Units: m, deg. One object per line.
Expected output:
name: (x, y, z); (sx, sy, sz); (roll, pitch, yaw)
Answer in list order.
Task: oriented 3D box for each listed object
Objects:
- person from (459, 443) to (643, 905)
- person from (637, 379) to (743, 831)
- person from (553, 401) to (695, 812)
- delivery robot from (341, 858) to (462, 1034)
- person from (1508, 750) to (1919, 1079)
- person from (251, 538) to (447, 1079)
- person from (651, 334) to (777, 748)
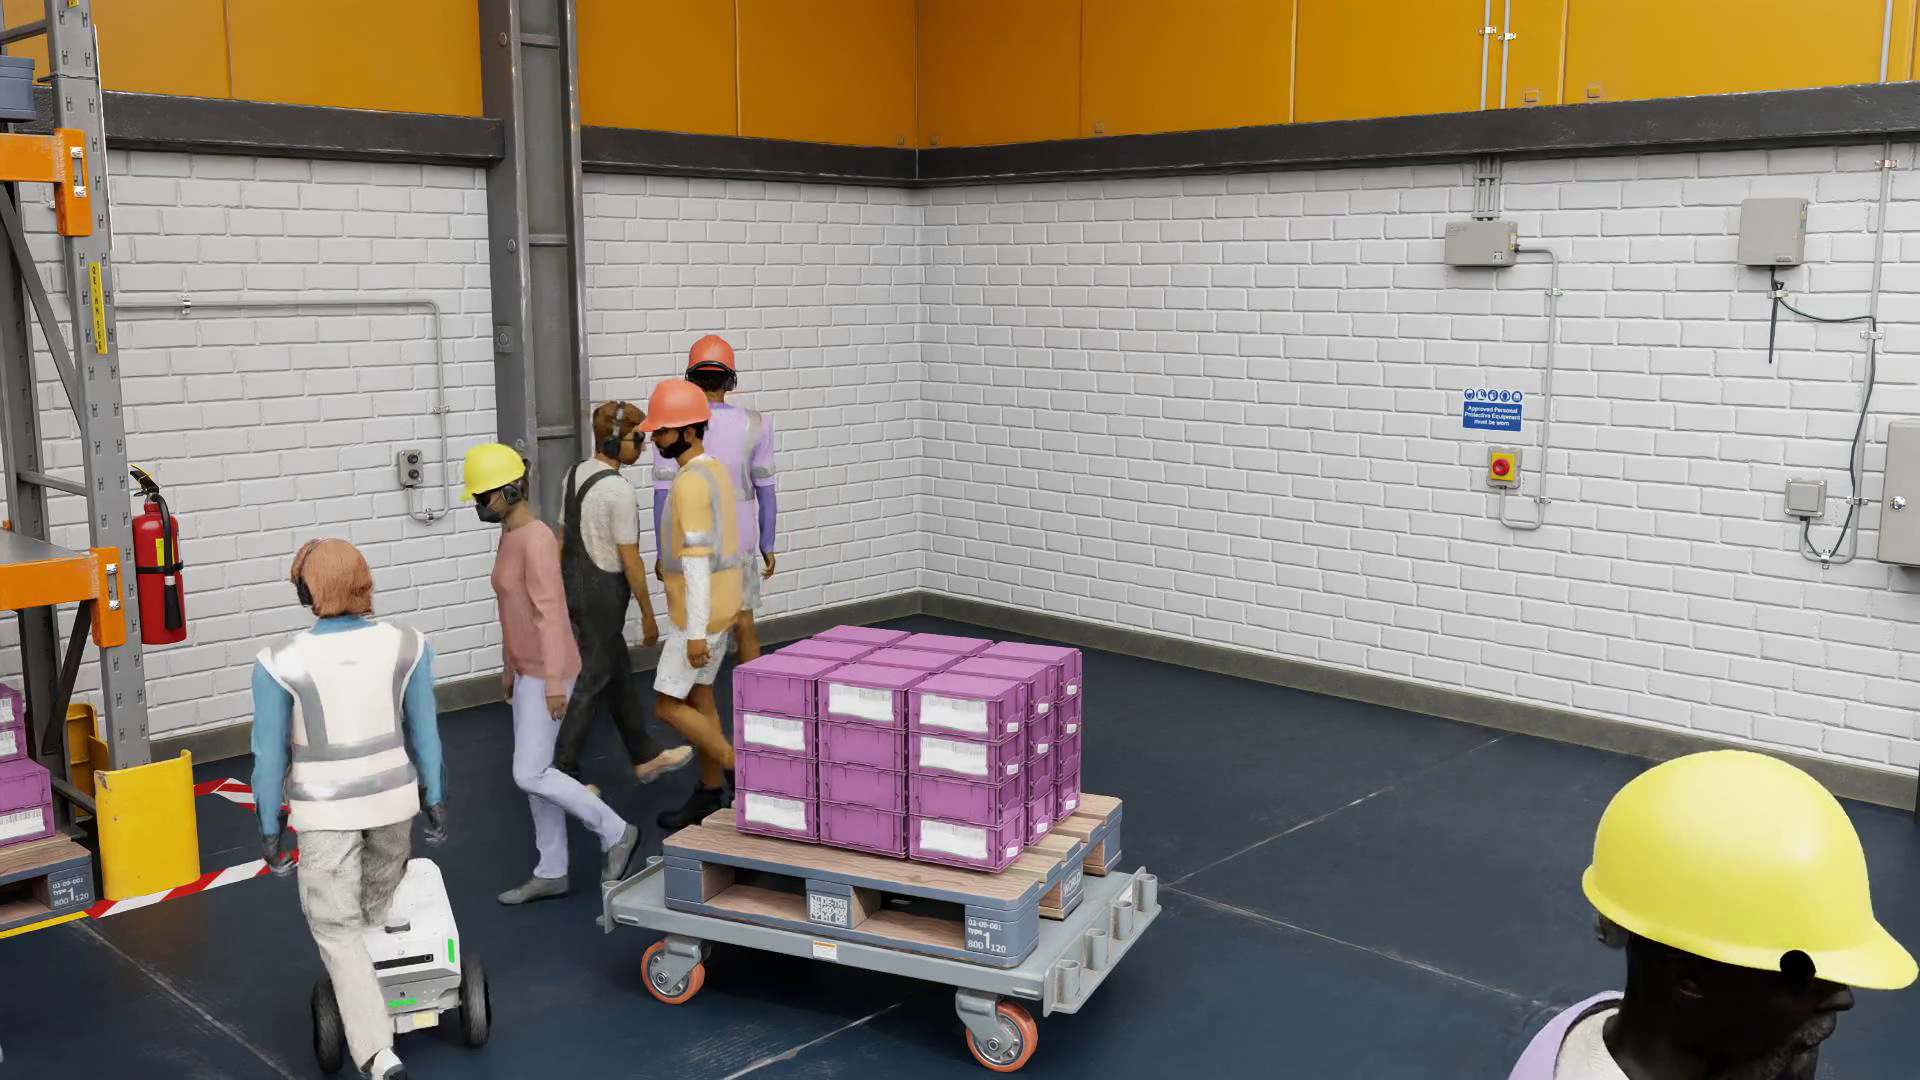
person: (-1.551, 0.500, 6.164); (0.525, 1.728, 0.570); (-4, 10, -26)
person: (-1.060, 0.294, 6.852); (0.461, 1.922, 0.555); (1, 9, 5)
person: (-1.472, 0.287, 7.309); (0.876, 1.796, 0.562); (-7, 12, -39)
delivery robot: (-1.761, 1.207, 5.167); (0.477, 0.478, 0.707); (-4, 10, -22)
person: (0.783, 1.144, 1.736); (0.870, 1.890, 0.609); (4, 10, 25)
person: (-1.723, 0.794, 4.762); (0.532, 1.607, 0.762); (-8, 12, -39)
person: (-1.221, 0.005, 8.273); (0.613, 2.041, 0.393); (-3, 10, -16)
